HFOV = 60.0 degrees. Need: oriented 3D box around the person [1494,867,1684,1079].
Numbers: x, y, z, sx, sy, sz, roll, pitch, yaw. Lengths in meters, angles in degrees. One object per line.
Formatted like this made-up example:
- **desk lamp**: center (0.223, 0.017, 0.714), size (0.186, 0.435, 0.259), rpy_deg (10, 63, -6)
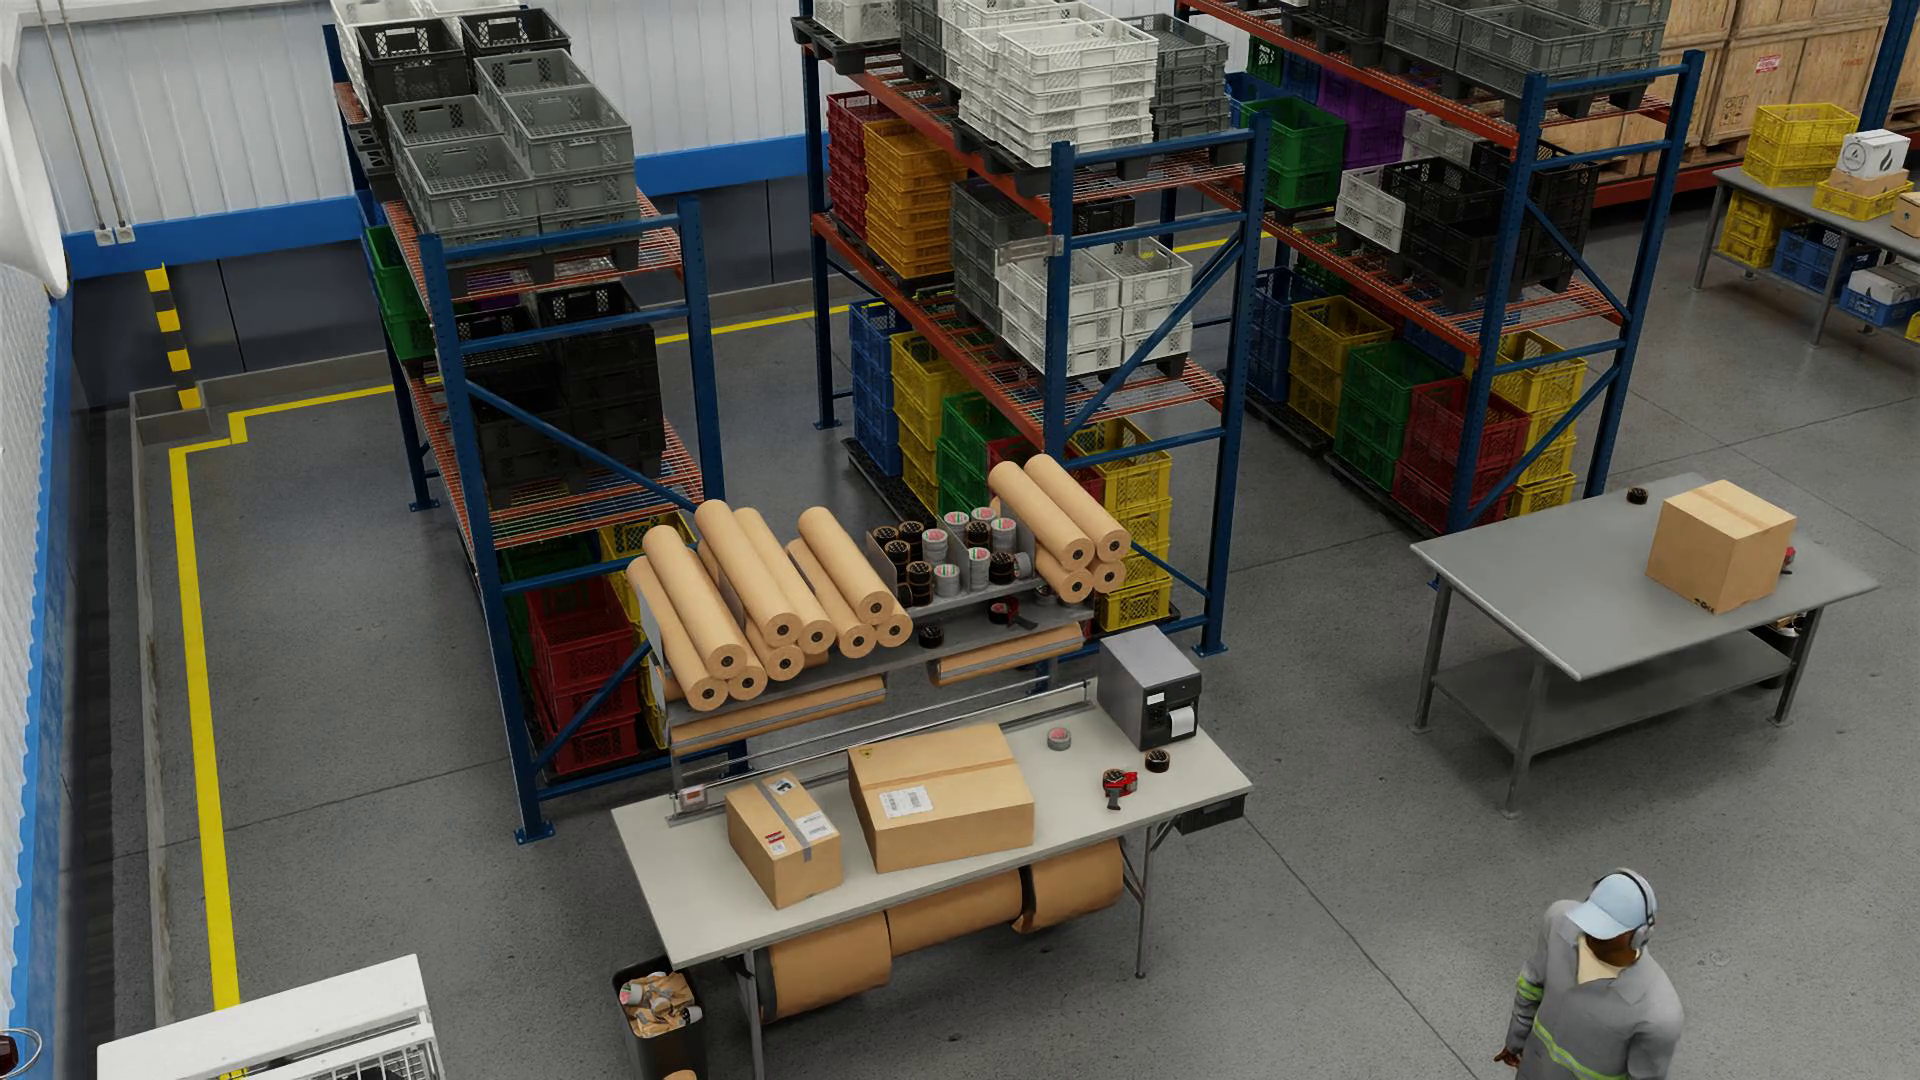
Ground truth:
- **person**: center (2.017, 1.807, 5.526), size (0.372, 1.852, 0.590), rpy_deg (-14, 34, -21)
